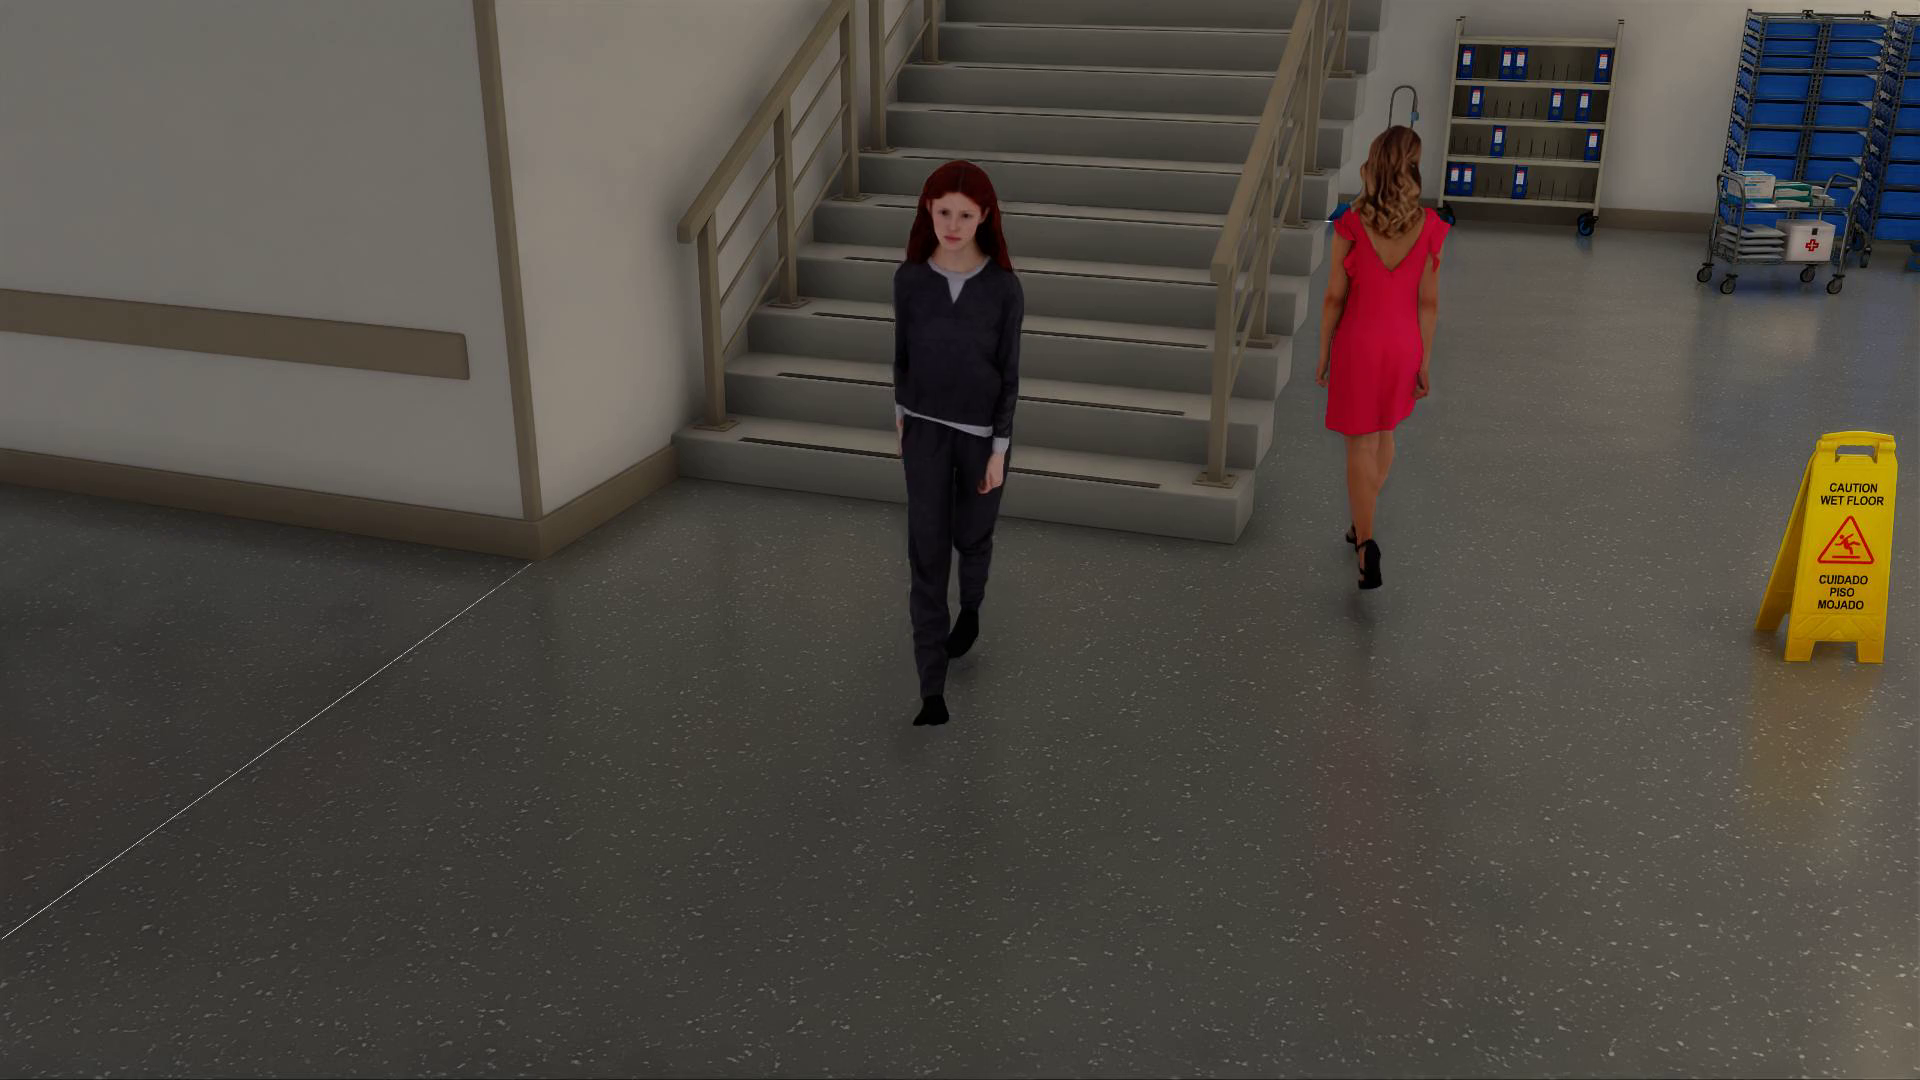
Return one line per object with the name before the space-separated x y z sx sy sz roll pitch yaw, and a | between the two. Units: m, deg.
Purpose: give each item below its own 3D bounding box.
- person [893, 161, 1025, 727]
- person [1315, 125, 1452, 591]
person | 0.000 -0.304 5.269 0.699 1.703 1.185 6 21 15
person | 1.549 -0.633 6.157 0.767 1.689 1.078 1 21 4
